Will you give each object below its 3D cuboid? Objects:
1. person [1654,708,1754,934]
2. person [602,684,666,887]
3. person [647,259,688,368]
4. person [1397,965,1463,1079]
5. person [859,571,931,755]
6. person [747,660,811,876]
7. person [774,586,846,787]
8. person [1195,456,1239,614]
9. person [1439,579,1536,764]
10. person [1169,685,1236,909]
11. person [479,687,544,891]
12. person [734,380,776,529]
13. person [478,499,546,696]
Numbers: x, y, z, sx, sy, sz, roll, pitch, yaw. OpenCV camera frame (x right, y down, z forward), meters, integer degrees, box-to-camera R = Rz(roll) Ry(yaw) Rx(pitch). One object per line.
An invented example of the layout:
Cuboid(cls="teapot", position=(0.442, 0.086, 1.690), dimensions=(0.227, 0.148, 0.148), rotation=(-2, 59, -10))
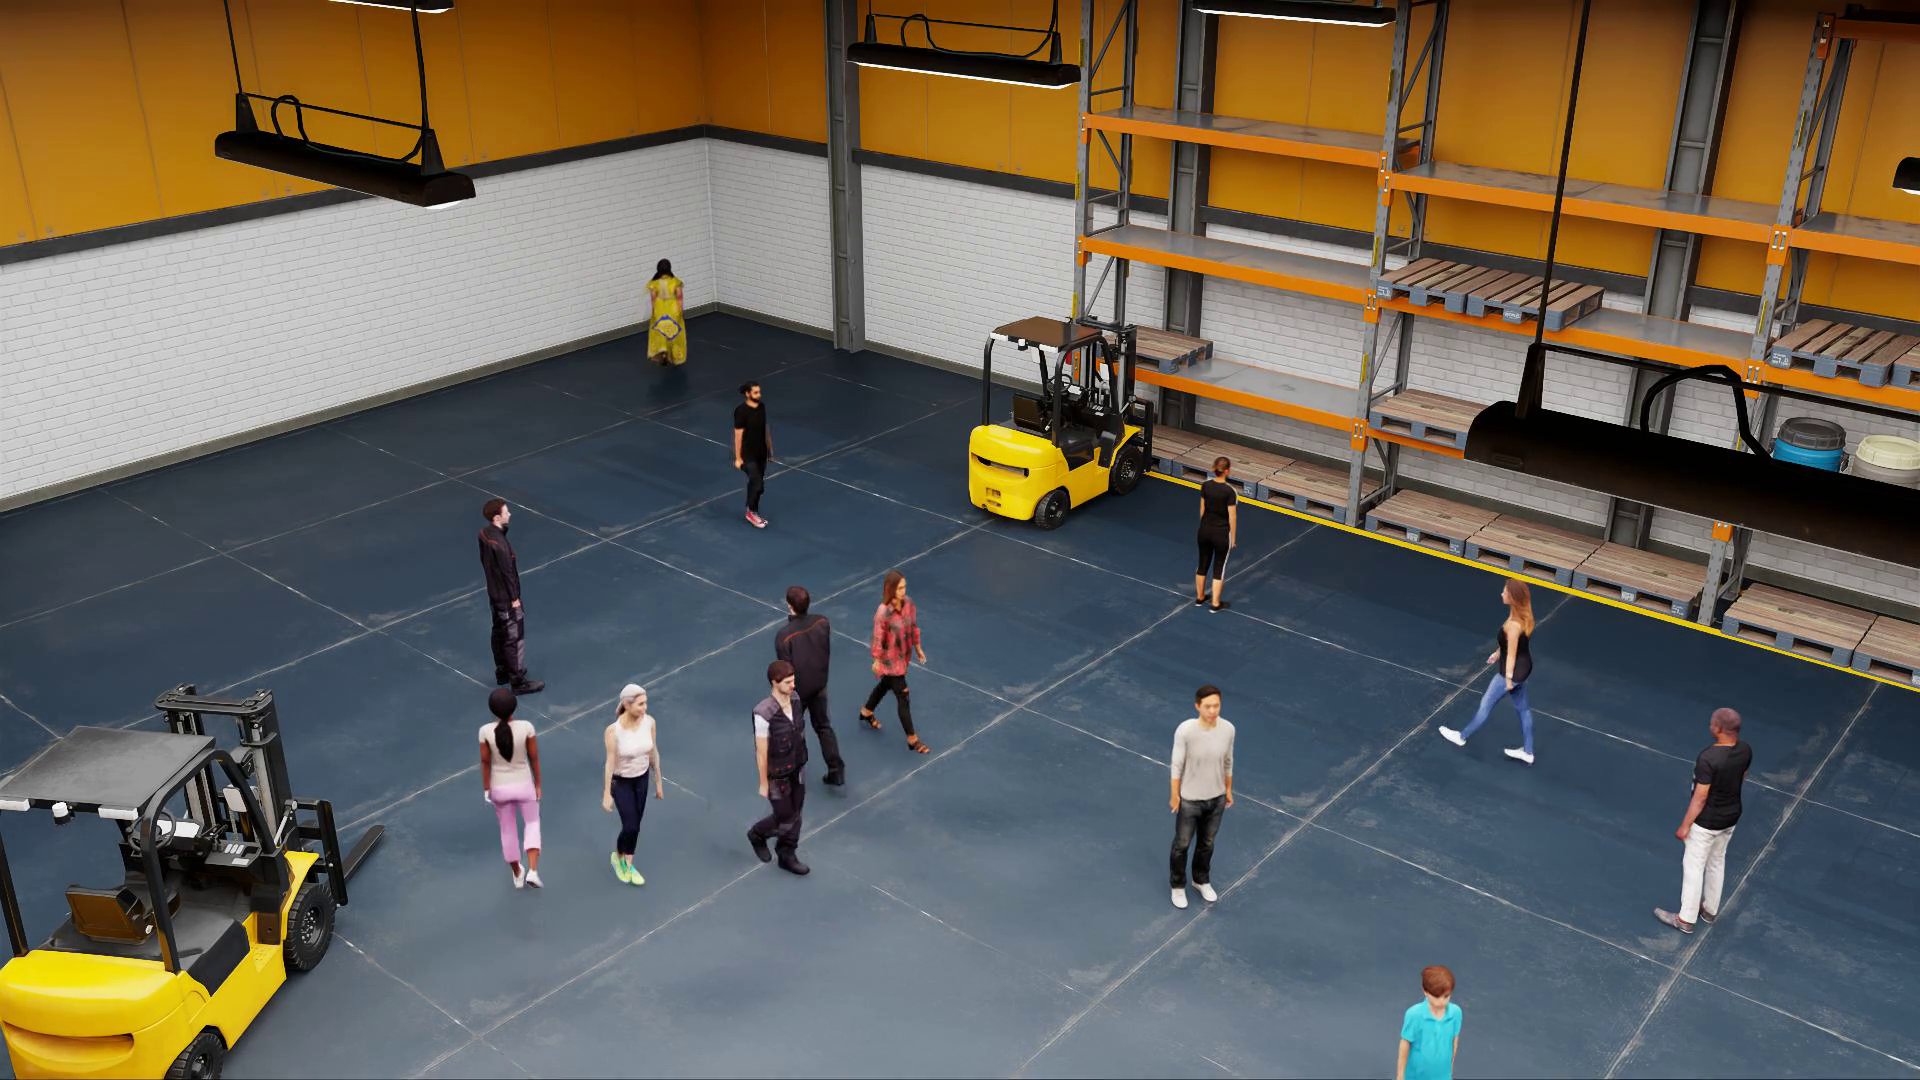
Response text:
Cuboid(cls="person", position=(5.464, 2.031, 12.089), dimensions=(0.745, 1.804, 0.734), rotation=(-12, 26, -25))
Cuboid(cls="person", position=(-2.563, 1.836, 12.683), dimensions=(0.650, 1.685, 0.629), rotation=(-21, 31, -39))
Cuboid(cls="person", position=(-4.317, -3.296, 24.478), dimensions=(1.119, 1.642, 1.195), rotation=(-3, 24, -8))
Cuboid(cls="person", position=(2.787, 3.140, 10.045), dimensions=(0.941, 1.409, 0.979), rotation=(-1, 24, -2))
Cuboid(cls="person", position=(-0.640, 1.023, 14.571), dimensions=(1.083, 1.662, 0.660), rotation=(16, 28, 32))
Cuboid(cls="person", position=(-1.438, 1.731, 12.733), dimensions=(0.799, 1.838, 0.714), rotation=(14, 27, 29))
Cuboid(cls="person", position=(-1.231, 1.254, 13.869), dimensions=(0.914, 1.802, 1.212), rotation=(-16, 28, -32))
Cuboid(cls="person", position=(2.615, -0.069, 17.063), dimensions=(0.457, 1.669, 0.638), rotation=(20, 31, 38))
Cuboid(cls="person", position=(4.814, 1.164, 14.226), dimensions=(1.019, 1.680, 0.594), rotation=(17, 29, 34))
Cuboid(cls="person", position=(1.790, 1.881, 12.422), dimensions=(0.741, 1.811, 0.758), rotation=(-6, 24, -13))
Cuboid(cls="person", position=(-3.343, 1.916, 12.446), dimensions=(0.824, 1.729, 0.917), rotation=(-6, 24, -14))
Cuboid(cls="person", position=(-2.439, -1.002, 19.095), dimensions=(0.645, 1.750, 0.687), rotation=(14, 27, 30))
Cuboid(cls="person", position=(-4.218, 0.507, 15.440), dimensions=(0.797, 1.913, 0.600), rotation=(-17, 29, -34))
